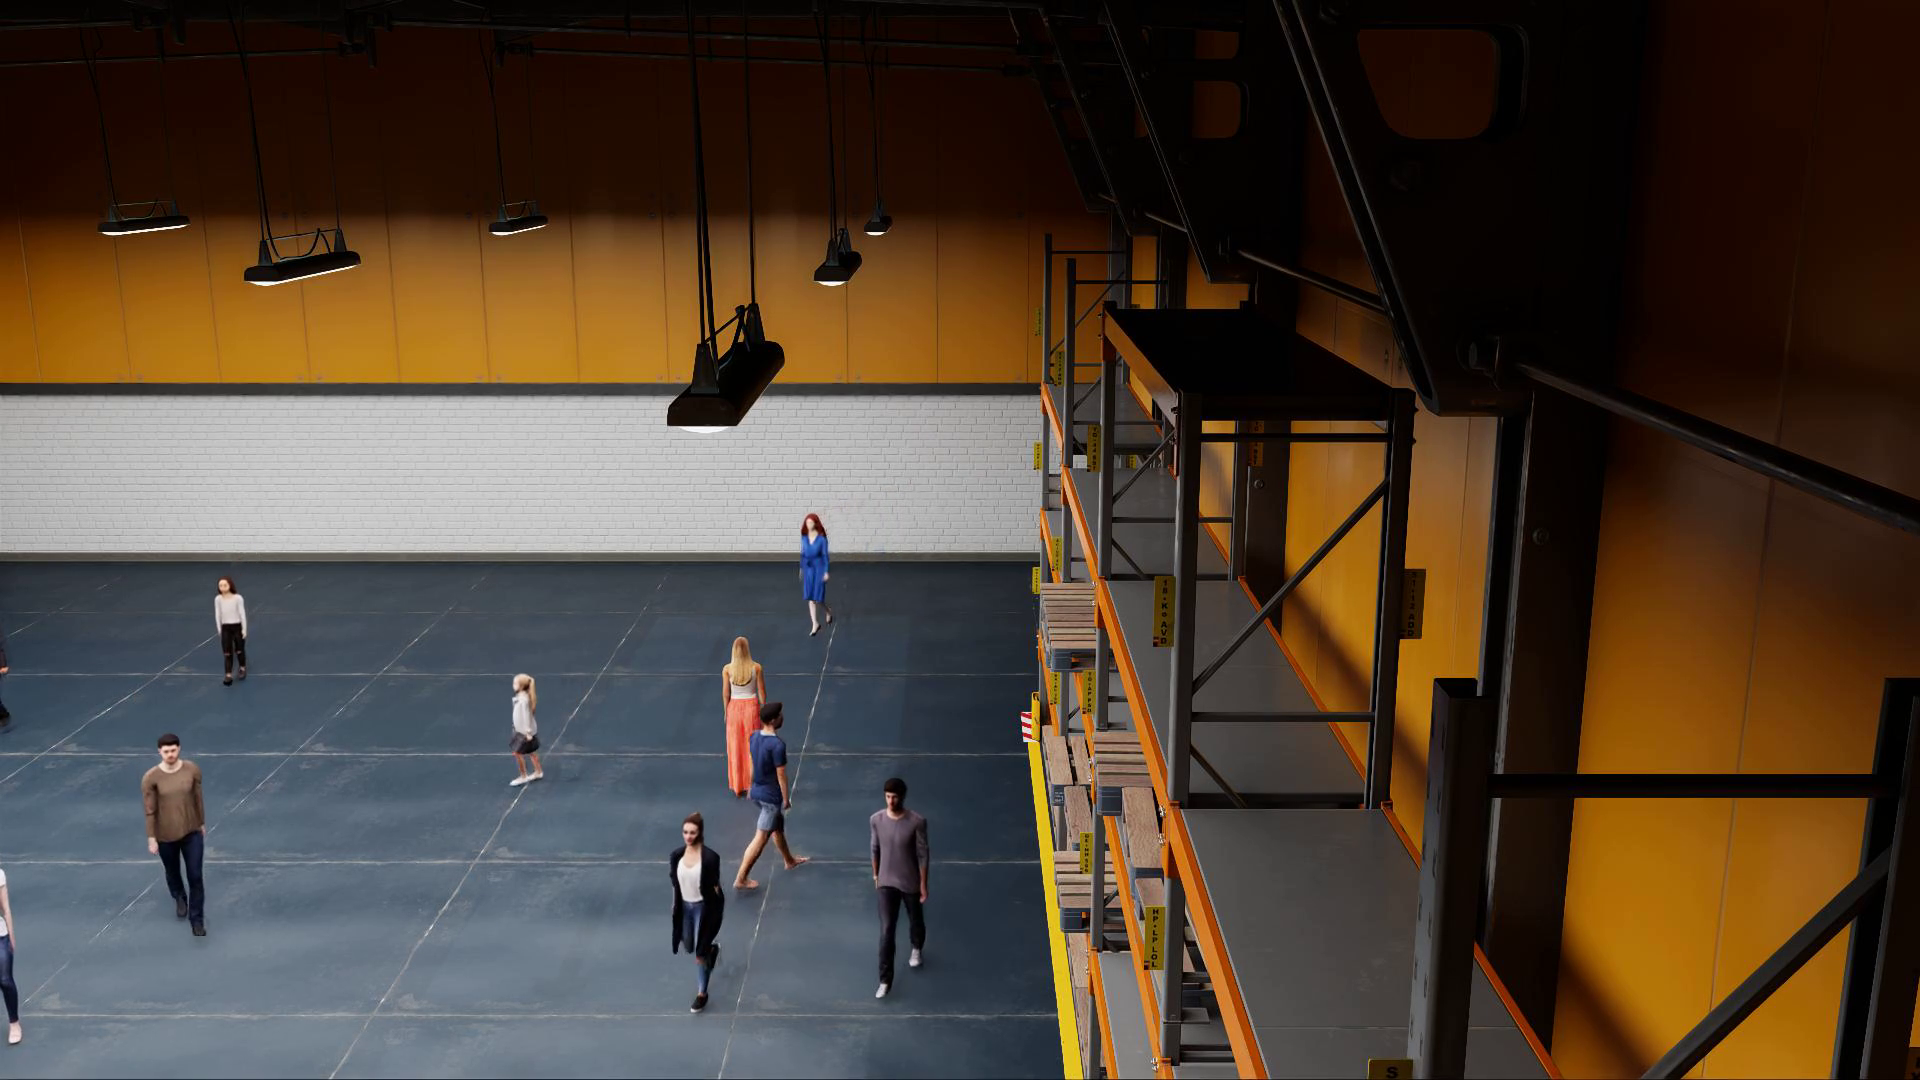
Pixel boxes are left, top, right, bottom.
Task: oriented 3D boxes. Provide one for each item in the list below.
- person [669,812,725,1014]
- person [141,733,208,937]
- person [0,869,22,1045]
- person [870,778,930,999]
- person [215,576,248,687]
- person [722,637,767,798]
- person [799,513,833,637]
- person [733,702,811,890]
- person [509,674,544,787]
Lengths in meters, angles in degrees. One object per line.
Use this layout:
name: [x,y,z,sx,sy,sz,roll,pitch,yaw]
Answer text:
person: [-2.147,3.048,13.856,0.789,1.667,0.990,4,14,16]
person: [-7.135,2.646,15.151,1.067,1.838,1.274,-8,16,-30]
person: [-7.727,3.172,13.195,0.622,1.736,0.629,-5,14,-19]
person: [-0.473,2.890,14.200,0.830,1.812,1.207,3,14,11]
person: [-9.604,1.183,22.027,0.686,1.445,1.002,-3,14,-12]
person: [-2.362,1.929,18.191,0.613,1.802,0.561,0,14,1]
person: [-2.053,0.487,24.110,0.816,1.817,0.902,8,16,30]
person: [-1.901,2.484,15.910,1.180,1.795,1.164,-12,18,-40]
person: [-4.803,2.105,18.611,0.654,1.262,0.603,-4,14,-15]
